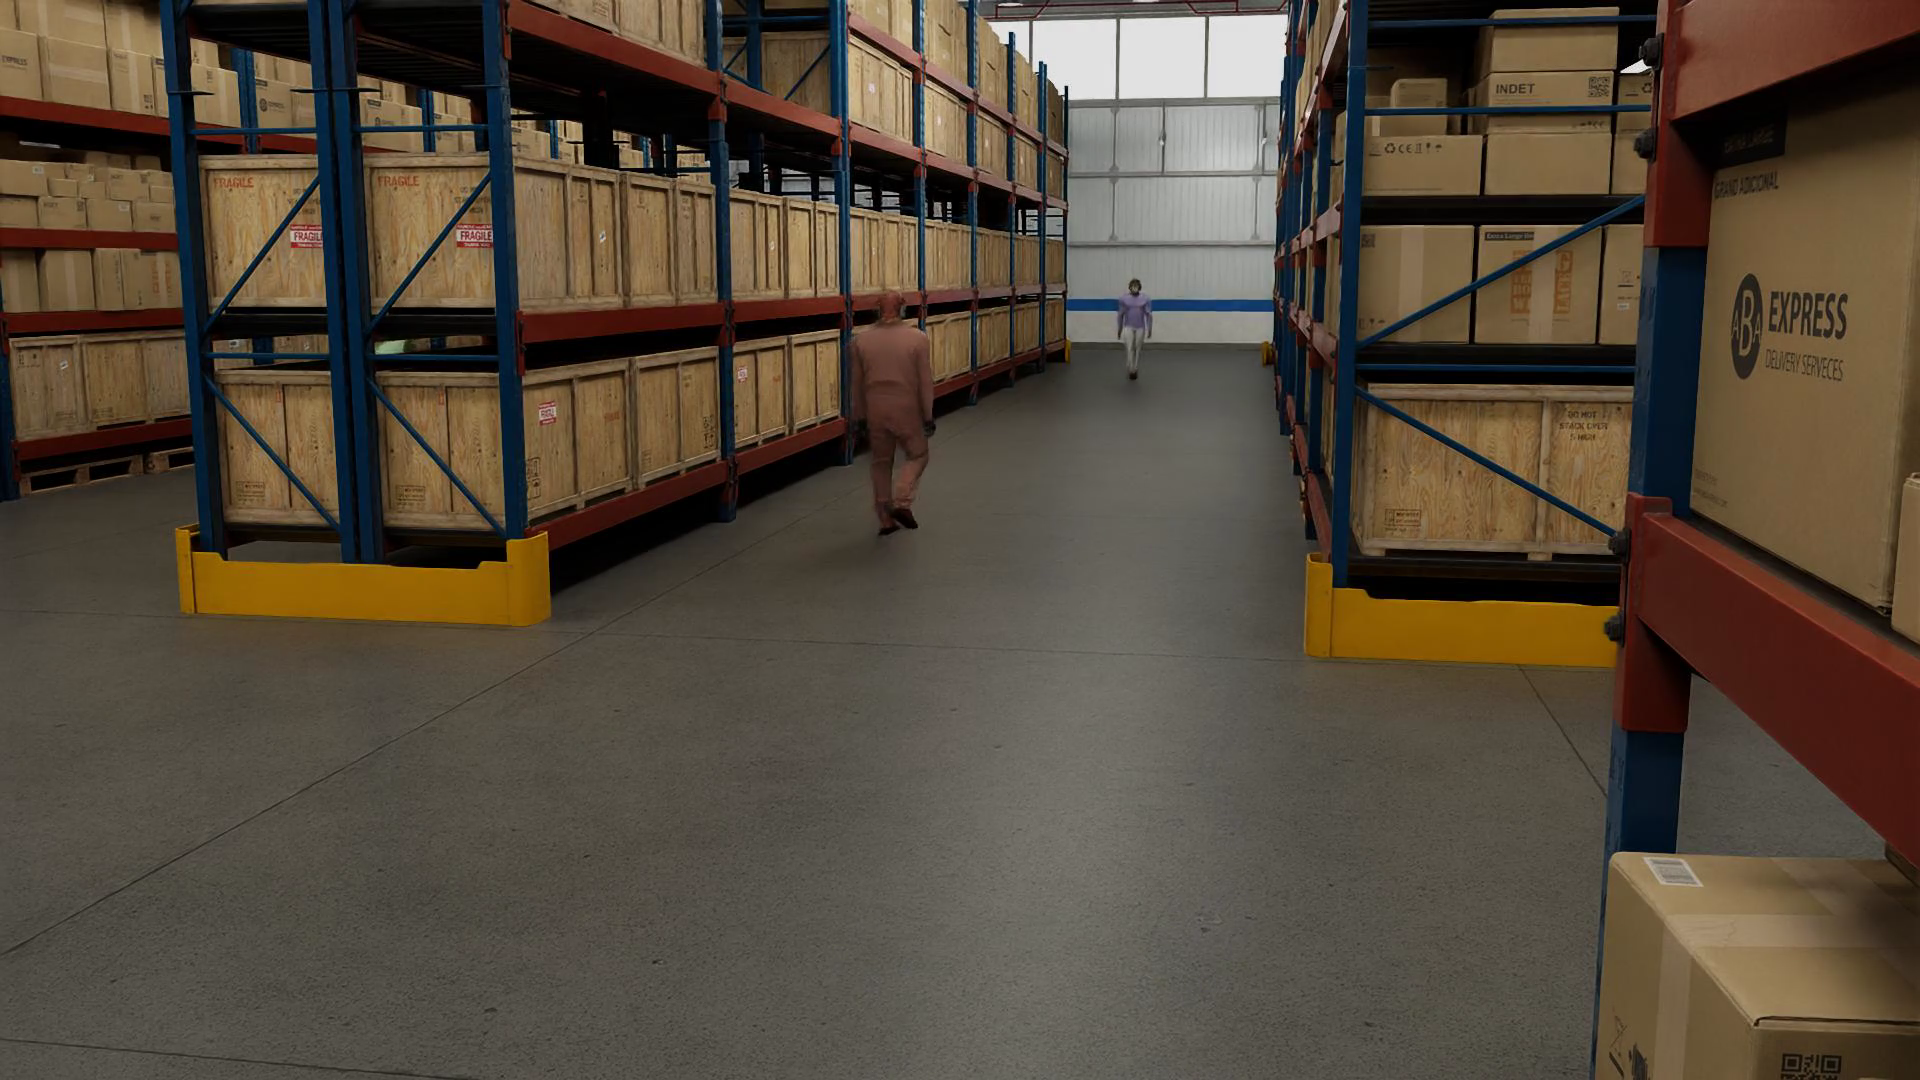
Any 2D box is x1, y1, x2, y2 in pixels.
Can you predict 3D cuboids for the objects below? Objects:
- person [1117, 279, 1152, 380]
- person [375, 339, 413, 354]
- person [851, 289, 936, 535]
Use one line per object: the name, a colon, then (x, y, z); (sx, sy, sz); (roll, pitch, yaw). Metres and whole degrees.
person: (3.305, -3.968, 31.401); (0.647, 1.885, 1.009); (0, 9, 0)
person: (-4.836, -1.148, 14.025); (0.615, 1.835, 0.435); (1, 9, 6)
person: (-0.498, -0.978, 12.801); (0.682, 1.892, 0.441); (3, 10, 18)
